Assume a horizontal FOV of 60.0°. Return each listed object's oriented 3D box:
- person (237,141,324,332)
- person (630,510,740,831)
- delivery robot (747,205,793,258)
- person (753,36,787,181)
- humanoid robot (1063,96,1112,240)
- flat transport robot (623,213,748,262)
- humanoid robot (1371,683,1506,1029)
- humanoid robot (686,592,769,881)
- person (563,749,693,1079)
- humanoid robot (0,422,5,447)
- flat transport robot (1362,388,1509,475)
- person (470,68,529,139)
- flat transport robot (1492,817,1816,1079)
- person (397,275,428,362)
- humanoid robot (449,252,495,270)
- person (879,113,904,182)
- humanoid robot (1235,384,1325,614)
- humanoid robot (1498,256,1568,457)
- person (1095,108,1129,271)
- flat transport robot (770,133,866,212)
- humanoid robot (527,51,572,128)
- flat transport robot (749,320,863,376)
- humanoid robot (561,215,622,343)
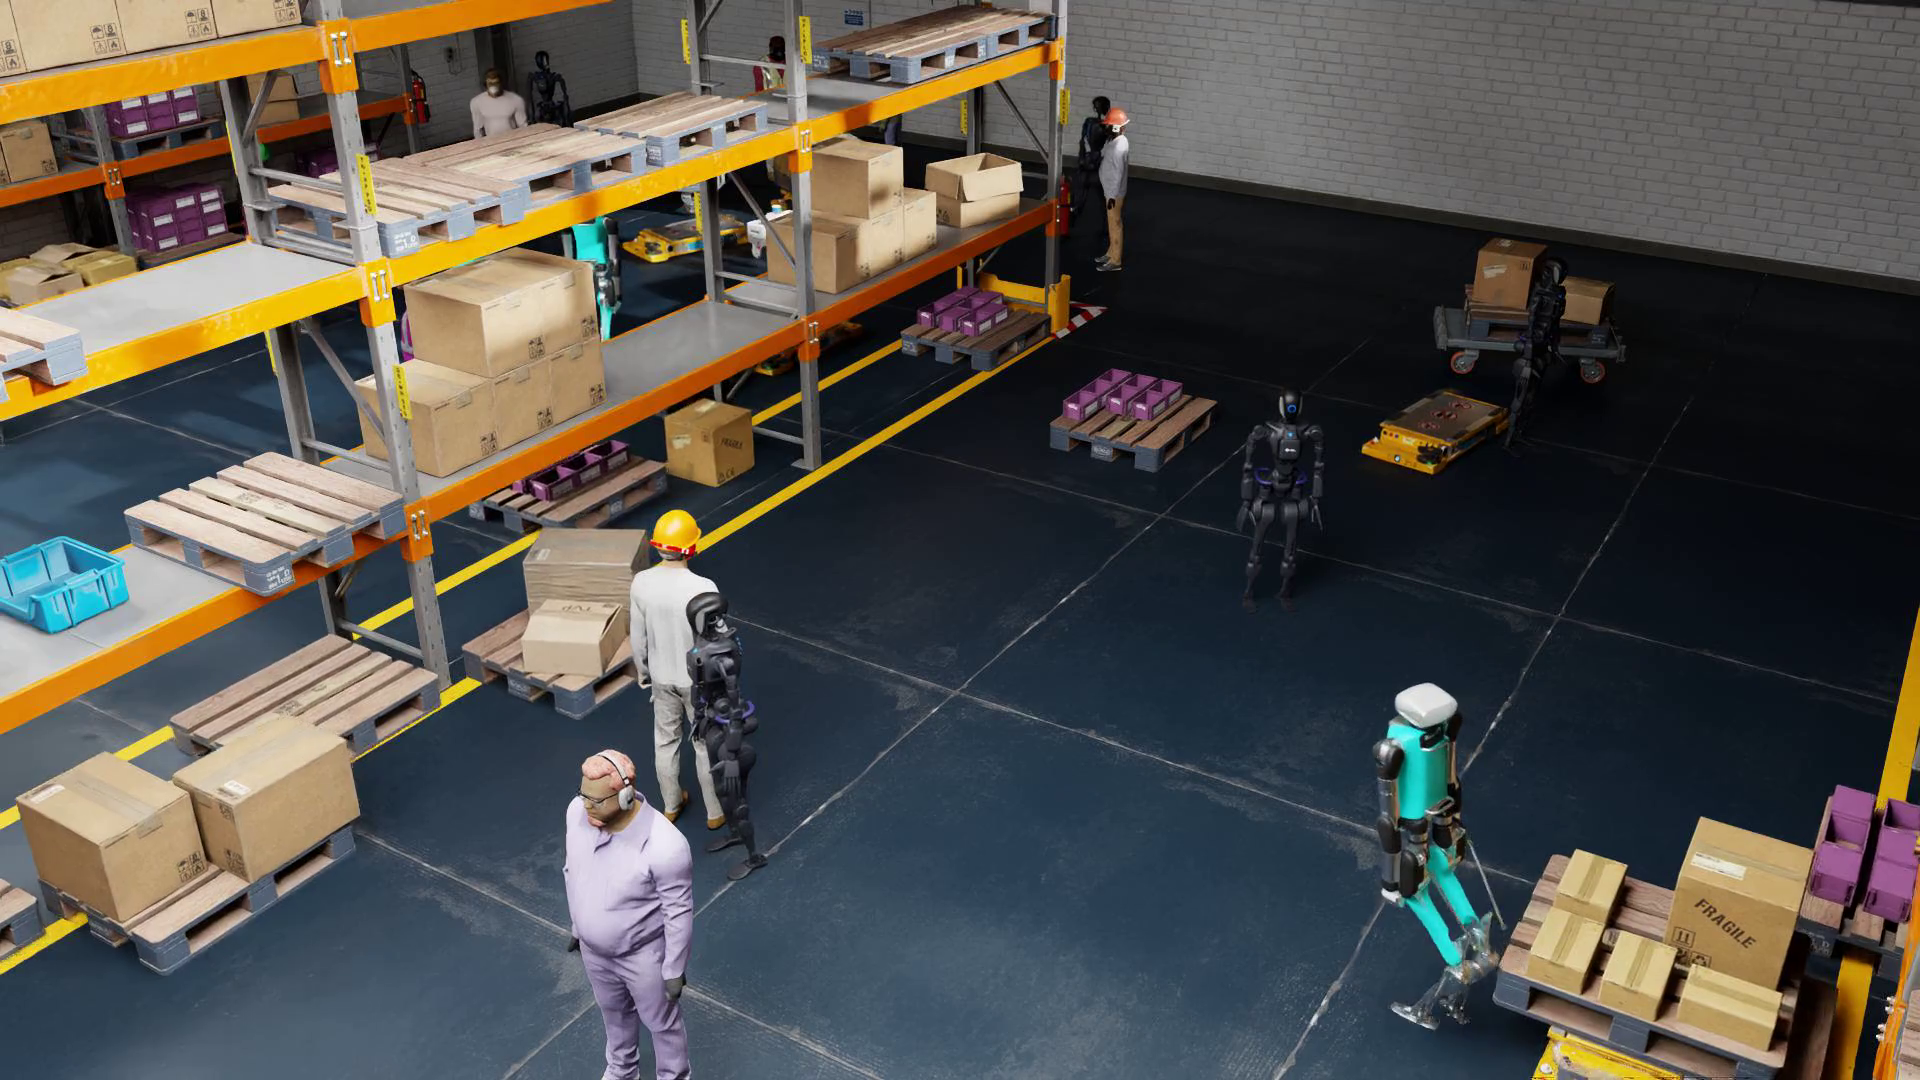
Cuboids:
[{"bbox_3d":[-6.605,-2.881,16.062,0.520,1.911,0.853,6,27,11],"label":"person"},{"bbox_3d":[-1.487,0.711,9.003,0.573,1.894,0.375,7,28,14],"label":"person"},{"bbox_3d":[-2.029,-3.471,18.731,0.513,0.602,0.774,20,33,34],"label":"delivery robot"},{"bbox_3d":[-2.327,-5.559,21.428,0.628,1.834,0.430,-13,30,-23],"label":"person"},{"bbox_3d":[1.484,-4.248,19.073,0.739,1.645,0.608,-18,32,-31],"label":"humanoid robot"},{"bbox_3d":[-3.063,-3.458,19.012,1.431,0.231,0.659,-20,33,-34],"label":"flat transport robot"},{"bbox_3d":[2.220,1.551,7.555,0.549,1.797,0.765,-20,33,-34],"label":"humanoid robot"},{"bbox_3d":[-1.240,1.000,8.669,0.330,1.652,0.588,-15,31,-27],"label":"humanoid robot"},{"bbox_3d":[-1.415,1.709,7.022,0.637,1.909,0.411,15,31,27],"label":"person"},{"bbox_3d":[-8.197,-1.610,13.751,0.786,1.778,0.531,-7,28,-14],"label":"humanoid robot"},{"bbox_3d":[4.044,-0.928,14.027,0.659,0.231,1.431,22,34,37],"label":"flat transport robot"},{"bbox_3d":[-5.243,-4.436,19.136,0.641,1.908,0.840,-7,28,-13],"label":"person"},{"bbox_3d":[3.182,2.239,7.786,0.659,0.231,1.431,16,31,28],"label":"flat transport robot"},{"bbox_3d":[-4.208,-1.331,13.076,0.339,1.843,0.508,-4,27,-7],"label":"person"},{"bbox_3d":[-4.329,-1.946,14.459,0.548,1.833,0.681,14,30,26],"label":"humanoid robot"},{"bbox_3d":[-0.882,-5.334,21.197,0.283,1.633,0.498,11,29,20],"label":"person"},{"bbox_3d":[2.154,-0.265,11.164,0.589,1.654,0.323,-2,27,-3],"label":"humanoid robot"},{"bbox_3d":[4.733,-1.518,13.617,0.315,1.657,0.599,24,35,39],"label":"humanoid robot"},{"bbox_3d":[1.658,-3.811,18.066,0.324,1.751,0.561,1,27,3],"label":"person"},{"bbox_3d":[-1.553,-4.217,20.508,1.431,0.231,0.659,-14,30,-25],"label":"flat transport robot"},{"bbox_3d":[-5.244,-5.423,21.331,0.599,1.650,0.344,5,27,10],"label":"humanoid robot"},{"bbox_3d":[-1.615,-1.920,15.981,0.659,0.231,1.431,16,31,29],"label":"flat transport robot"},{"bbox_3d":[-3.294,-2.082,14.756,0.533,1.839,0.778,2,27,4],"label":"humanoid robot"}]
